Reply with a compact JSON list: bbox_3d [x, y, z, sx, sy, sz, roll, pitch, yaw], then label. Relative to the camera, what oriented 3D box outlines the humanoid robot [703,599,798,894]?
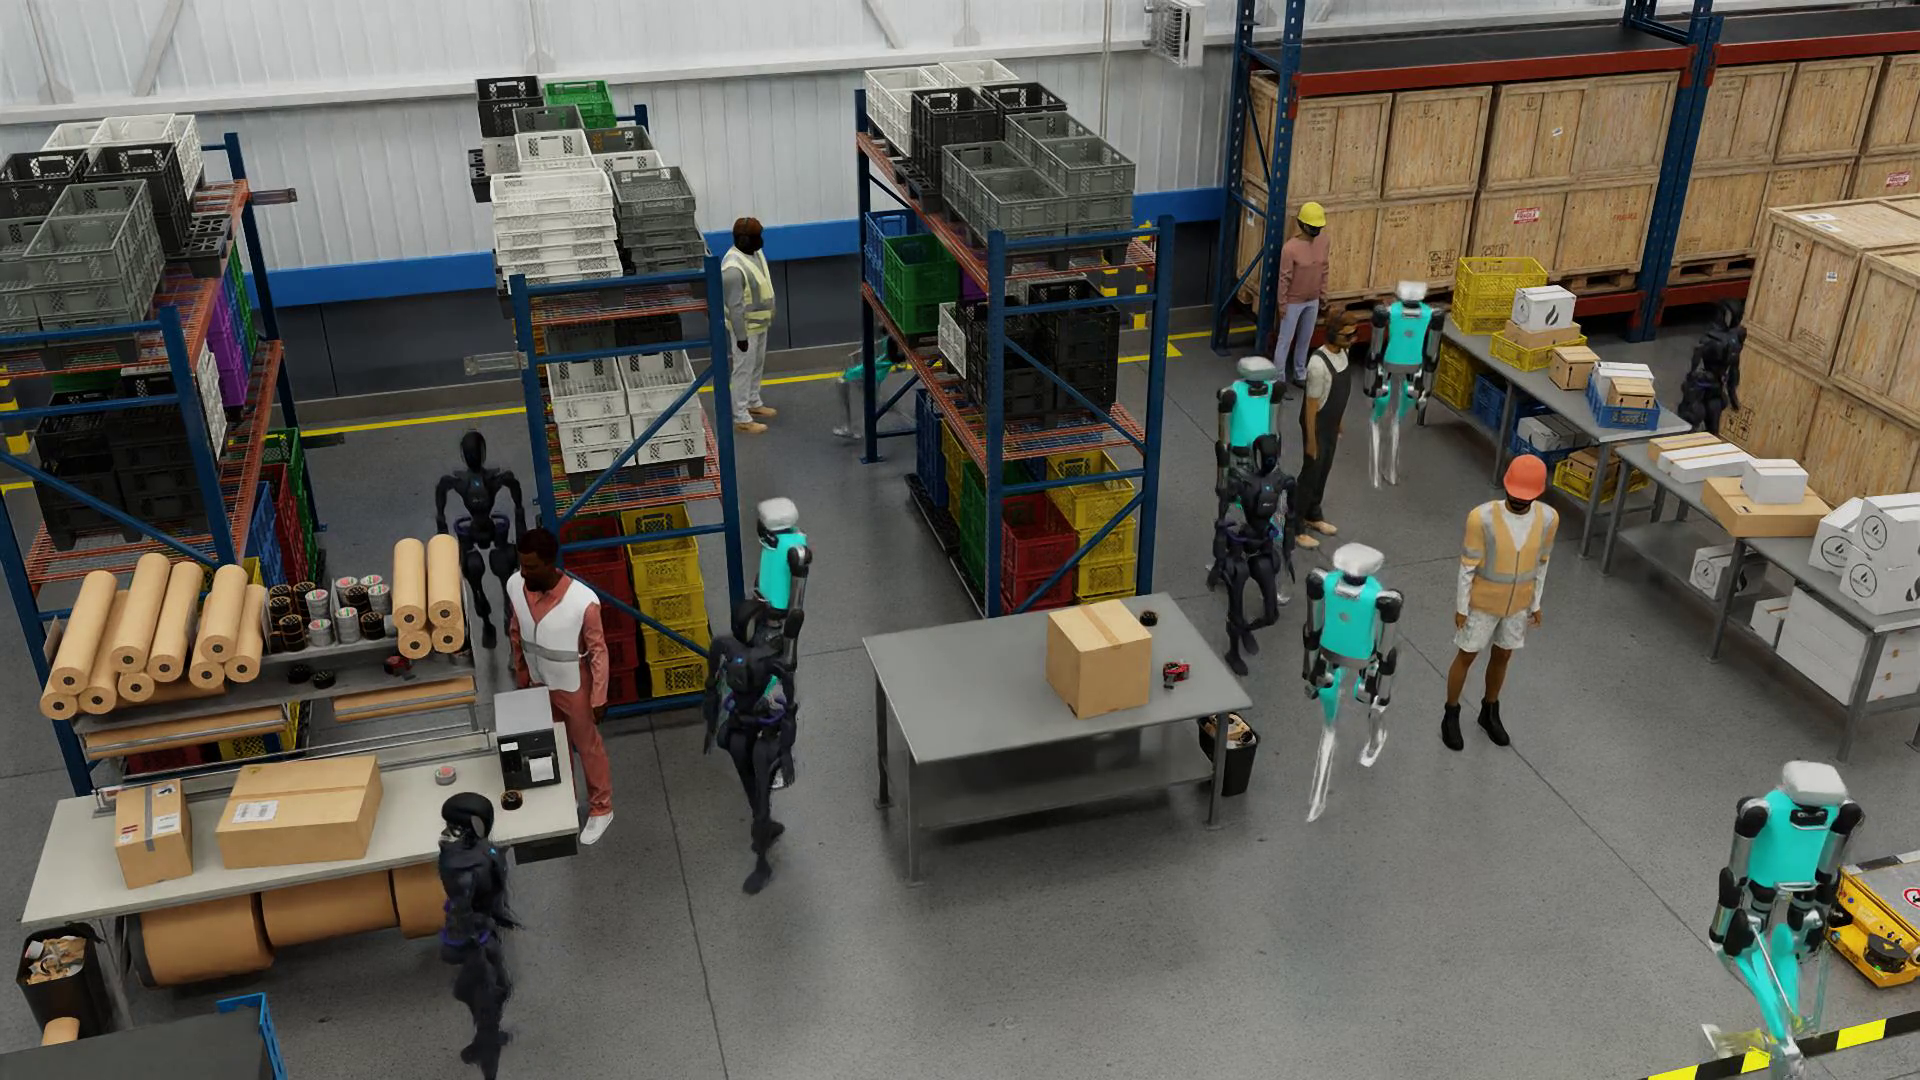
[{"bbox_3d":[-1.131,1.049,8.798,0.590,1.639,0.597,14,32,23],"label":"humanoid robot"}]

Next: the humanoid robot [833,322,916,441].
[{"bbox_3d":[-0.737,-1.570,13.552,1.046,1.764,0.538,-7,30,-12],"label":"humanoid robot"}]

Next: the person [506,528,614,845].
[{"bbox_3d":[-2.161,0.775,9.039,0.597,1.917,0.376,14,32,23],"label":"person"}]

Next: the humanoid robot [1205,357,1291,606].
[{"bbox_3d":[2.093,-0.308,11.233,0.567,1.755,1.010,-16,32,-26],"label":"humanoid robot"}]

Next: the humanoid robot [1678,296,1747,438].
[{"bbox_3d":[5.688,-1.127,12.768,0.610,1.639,0.559,-15,32,-25],"label":"humanoid robot"}]

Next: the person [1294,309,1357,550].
[{"bbox_3d":[2.620,-0.806,12.006,0.336,1.837,0.504,19,34,30],"label":"person"}]

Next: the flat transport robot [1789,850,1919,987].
[{"bbox_3d":[5.163,1.916,8.676,1.431,0.231,0.659,-8,30,-14],"label":"flat transport robot"}]

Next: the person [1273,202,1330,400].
[{"bbox_3d":[2.967,-2.072,14.385,0.521,1.762,0.335,-16,33,-27],"label":"person"}]

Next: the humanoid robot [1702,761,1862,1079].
[{"bbox_3d":[3.652,1.887,7.244,0.530,1.780,1.003,-2,29,-4],"label":"humanoid robot"}]

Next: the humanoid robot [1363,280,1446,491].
[{"bbox_3d":[3.364,-1.204,12.869,0.537,1.823,0.703,3,29,6],"label":"humanoid robot"}]

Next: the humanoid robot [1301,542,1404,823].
[{"bbox_3d":[2.294,0.693,9.432,0.532,1.778,1.011,18,34,29],"label":"humanoid robot"}]

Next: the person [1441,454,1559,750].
[{"bbox_3d":[3.180,0.364,9.772,0.545,1.934,0.372,-3,29,-5],"label":"person"}]

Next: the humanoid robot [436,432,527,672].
[{"bbox_3d":[-3.036,0.072,10.607,0.589,1.619,0.784,-8,30,-15],"label":"humanoid robot"}]

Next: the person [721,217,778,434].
[{"bbox_3d":[-1.735,-1.791,13.804,0.430,1.833,0.619,6,29,11],"label":"person"}]

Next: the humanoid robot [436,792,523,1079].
[{"bbox_3d":[-2.162,1.803,7.411,0.380,1.639,0.596,-5,29,-9],"label":"humanoid robot"}]

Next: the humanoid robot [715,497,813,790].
[{"bbox_3d":[-1.206,0.669,9.478,0.775,1.827,0.534,-15,32,-26],"label":"humanoid robot"}]

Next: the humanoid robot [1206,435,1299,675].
[{"bbox_3d":[1.835,0.090,10.527,0.587,1.647,0.370,-8,30,-14],"label":"humanoid robot"}]
